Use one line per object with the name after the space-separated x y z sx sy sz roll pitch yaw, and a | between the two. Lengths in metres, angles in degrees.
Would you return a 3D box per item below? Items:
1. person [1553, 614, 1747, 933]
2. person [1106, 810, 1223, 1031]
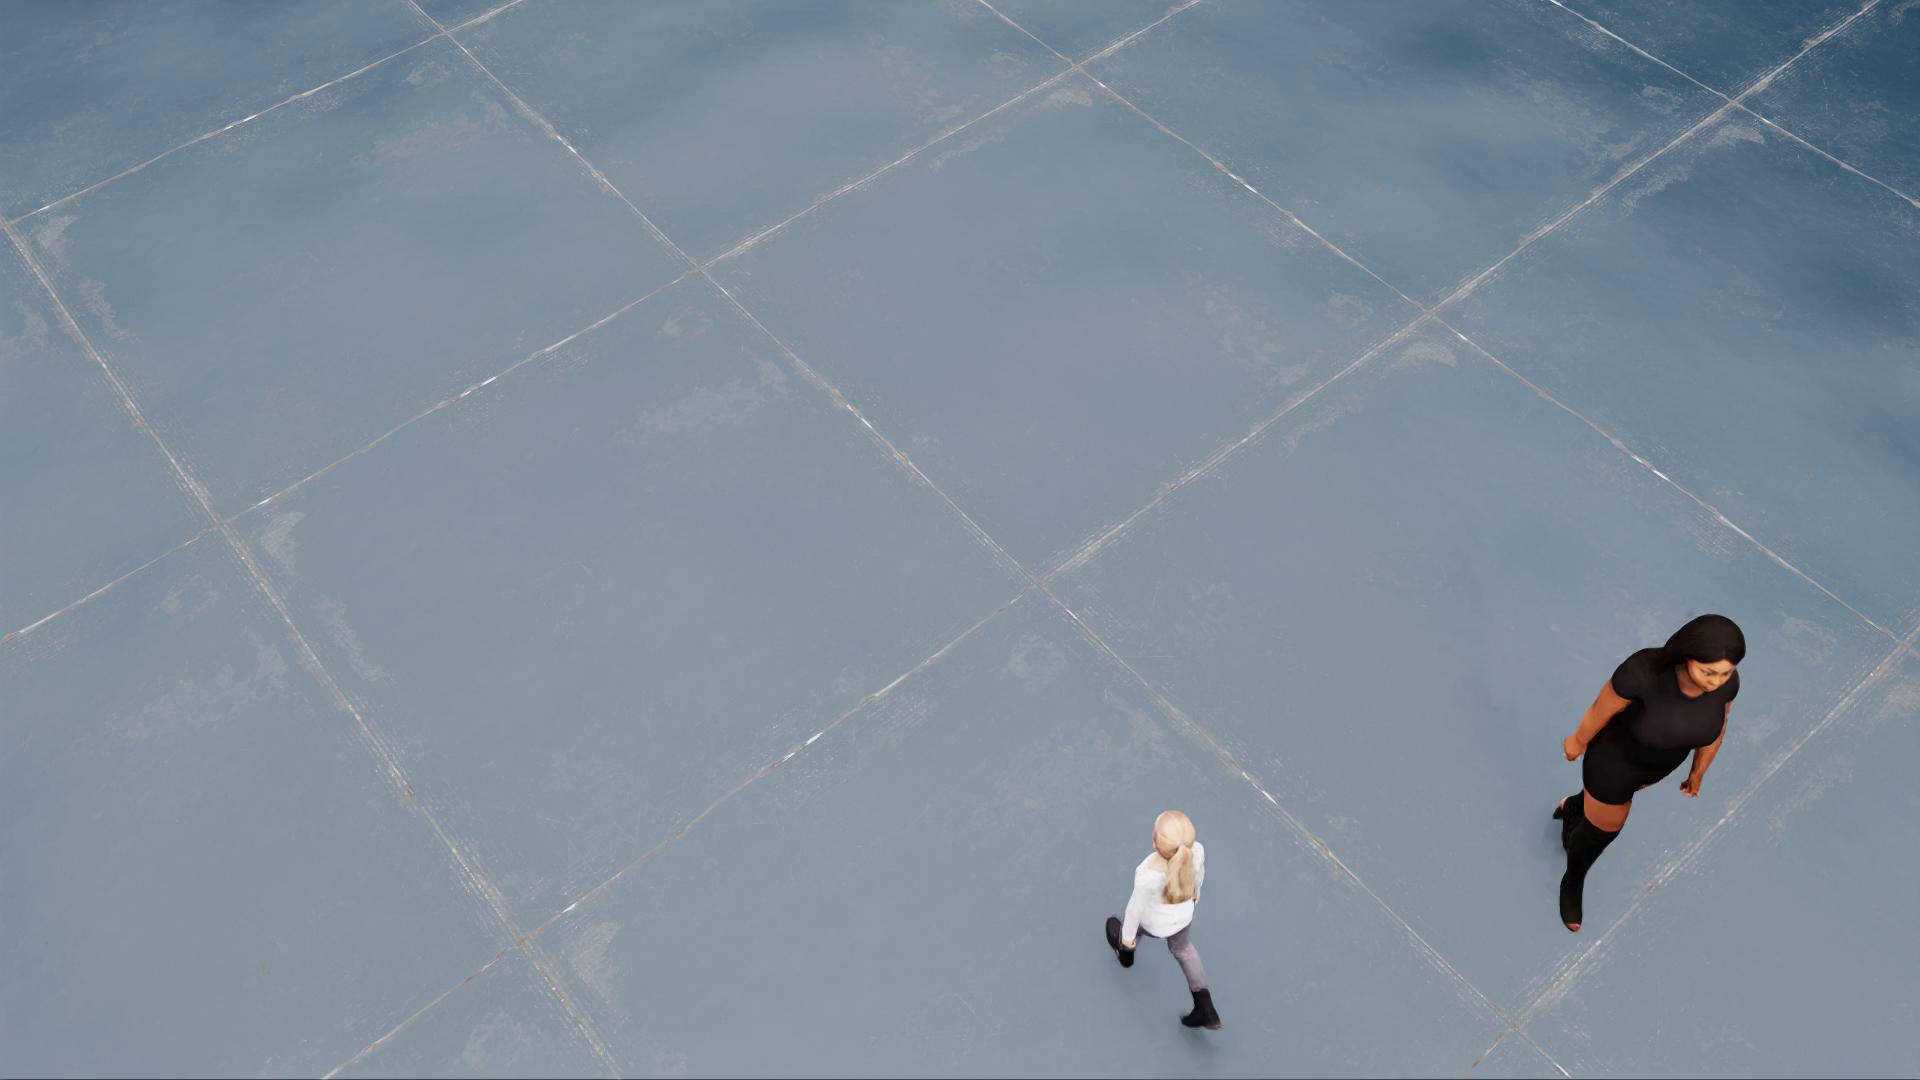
2.723 0.786 6.774 0.937 1.832 0.978 -3 52 -2 | person
0.848 1.531 6.564 0.874 1.254 0.708 -24 56 -18 | person
